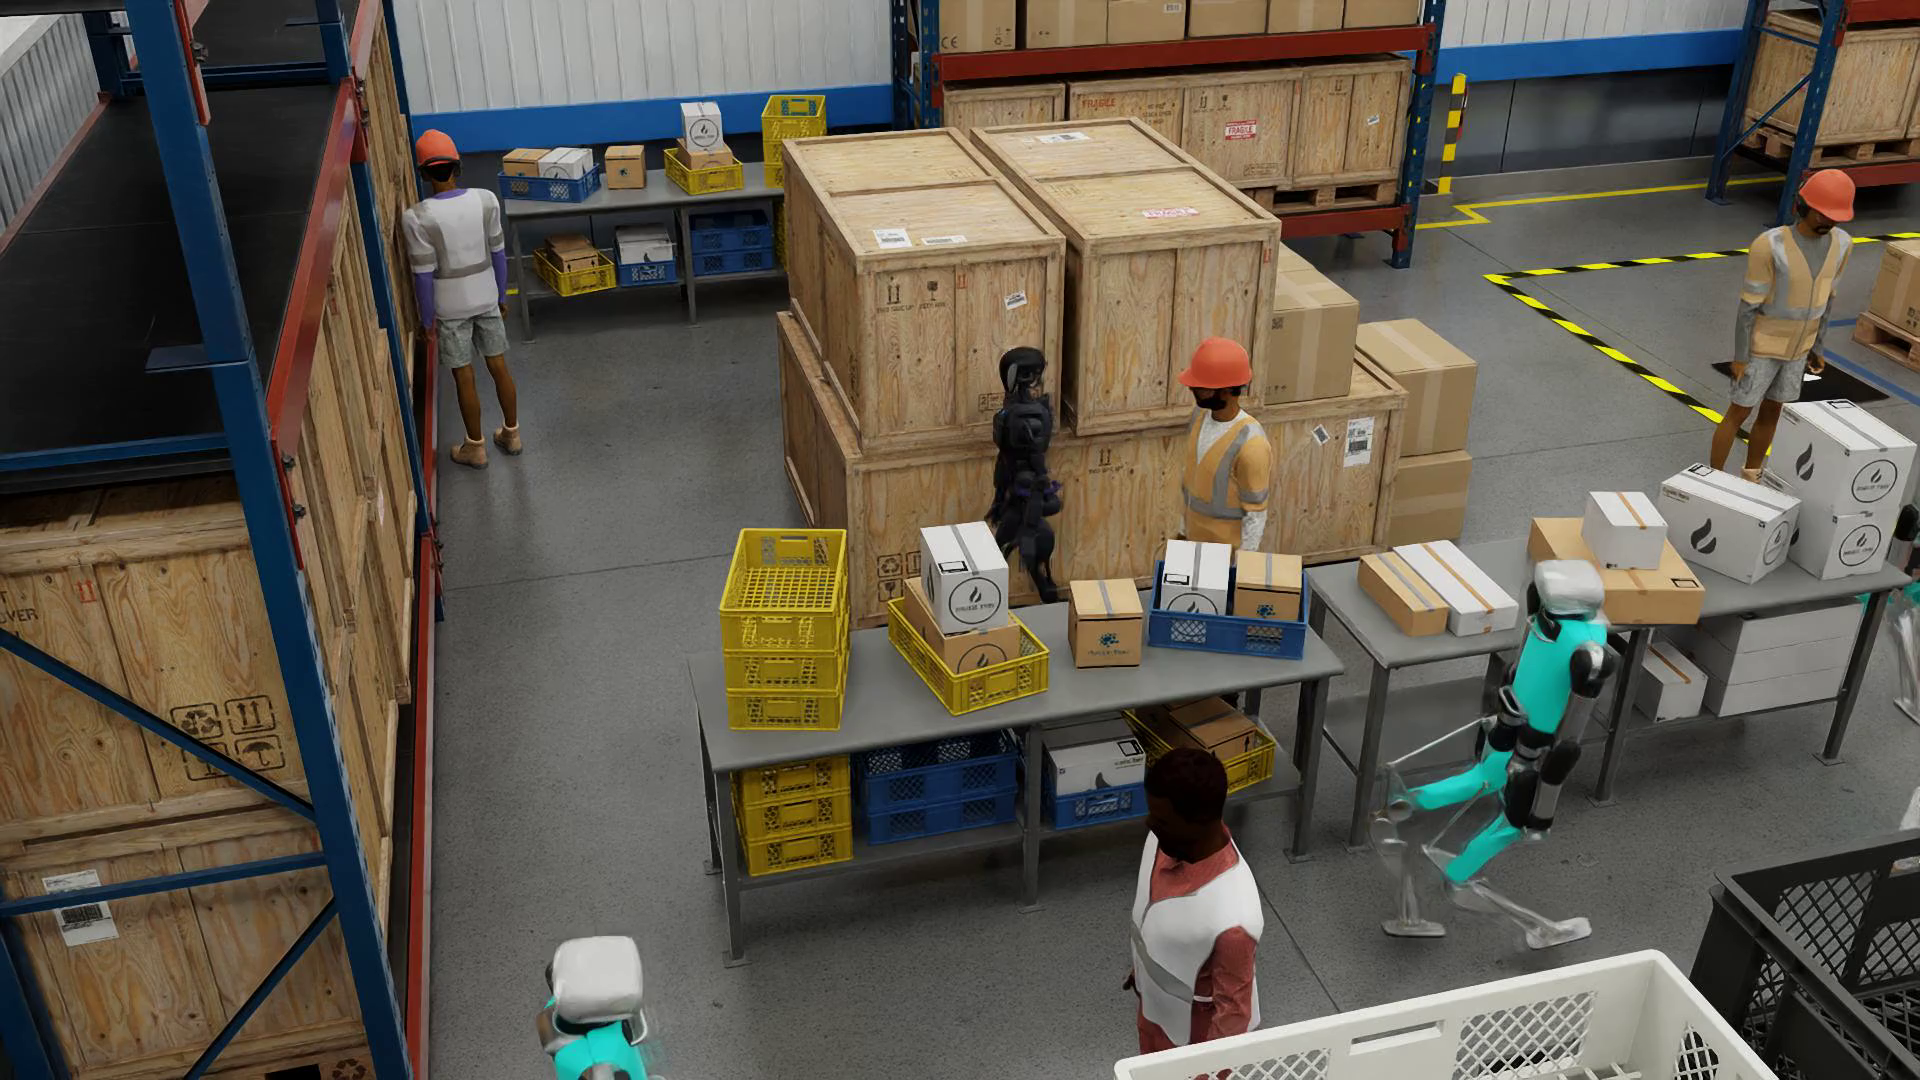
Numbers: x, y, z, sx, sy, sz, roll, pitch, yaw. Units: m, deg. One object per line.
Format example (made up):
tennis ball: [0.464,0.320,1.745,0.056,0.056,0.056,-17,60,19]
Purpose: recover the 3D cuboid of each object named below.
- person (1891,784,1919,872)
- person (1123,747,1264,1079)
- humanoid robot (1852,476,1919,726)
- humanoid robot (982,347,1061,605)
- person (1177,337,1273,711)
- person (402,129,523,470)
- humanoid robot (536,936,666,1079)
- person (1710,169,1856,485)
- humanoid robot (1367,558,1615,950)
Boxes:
person: [4.048,0.636,6.341,0.429,1.839,0.635,-20,34,-32]
person: [0.660,1.395,4.881,0.392,1.913,0.587,-7,30,-12]
humanoid robot: [4.331,0.038,7.625,0.555,1.851,0.848,-3,29,-6]
humanoid robot: [0.254,-0.129,7.935,0.776,1.627,0.606,-7,30,-13]
person: [1.116,0.006,7.380,0.372,1.934,0.546,-11,31,-20]
person: [-2.945,-1.401,9.830,0.605,2.038,0.390,-25,38,-38]
humanoid robot: [-0.630,1.747,4.507,0.841,1.861,0.549,-11,31,-19]
person: [4.565,-1.068,9.230,0.605,2.033,0.397,-7,30,-12]
humanoid robot: [1.901,0.856,6.035,1.009,1.737,0.553,-2,29,-3]
